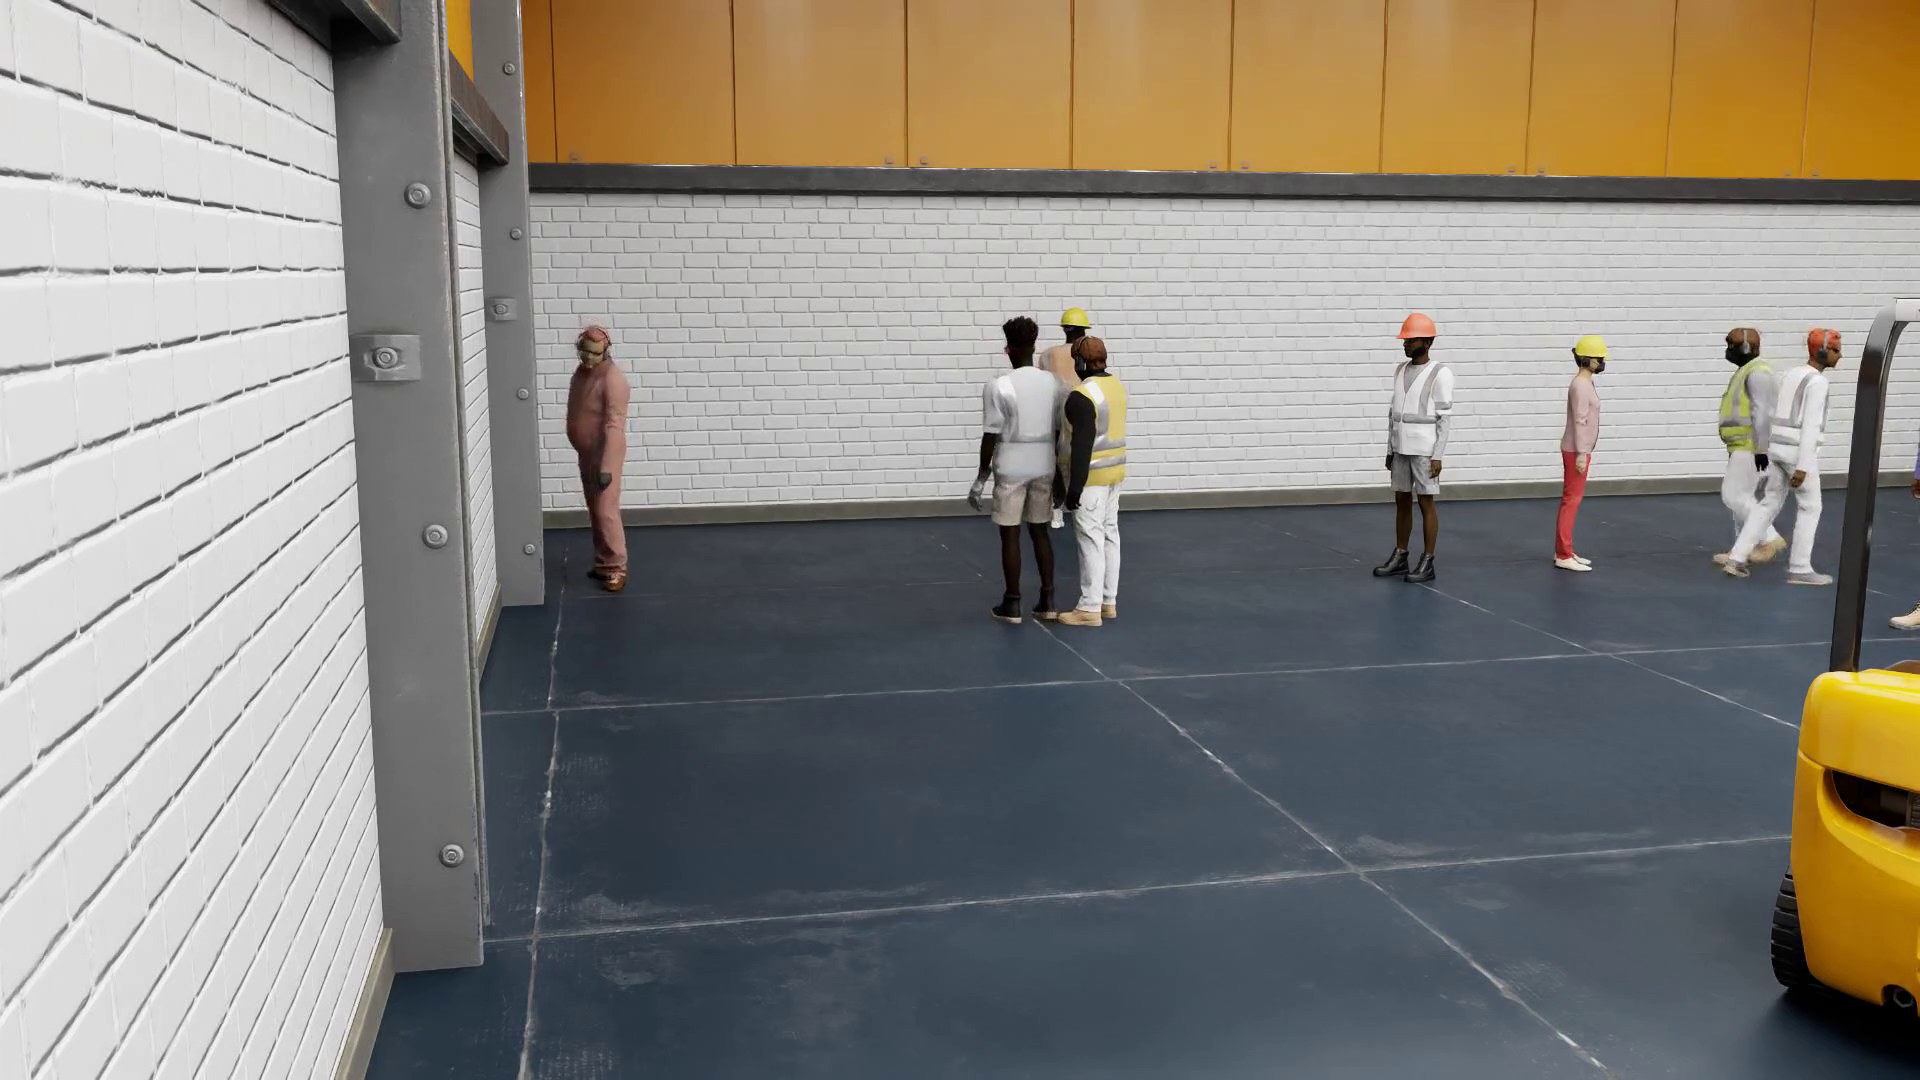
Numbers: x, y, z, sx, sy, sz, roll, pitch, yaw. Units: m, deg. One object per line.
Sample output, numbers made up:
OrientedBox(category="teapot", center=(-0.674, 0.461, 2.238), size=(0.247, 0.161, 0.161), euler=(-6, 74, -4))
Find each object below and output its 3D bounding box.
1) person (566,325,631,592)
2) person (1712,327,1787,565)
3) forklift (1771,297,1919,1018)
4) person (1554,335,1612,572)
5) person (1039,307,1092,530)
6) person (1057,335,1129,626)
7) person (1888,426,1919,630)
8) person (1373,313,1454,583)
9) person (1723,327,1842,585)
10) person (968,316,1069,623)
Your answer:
OrientedBox(category="person", center=(-2.599, -0.583, 11.773), size=(0.399, 1.875, 0.789), euler=(-6, 11, -33))
OrientedBox(category="person", center=(5.968, -0.692, 12.584), size=(0.454, 1.823, 0.665), euler=(3, 10, 17))
OrientedBox(category="forklift", center=(3.542, 0.334, 5.177), size=(2.313, 2.155, 1.214), euler=(-9, 13, -43))
OrientedBox(category="person", center=(4.683, -0.655, 12.507), size=(0.326, 1.767, 0.533), euler=(4, 10, 20))
OrientedBox(category="person", center=(0.960, -1.036, 14.347), size=(0.590, 1.923, 0.384), euler=(4, 10, 24))
OrientedBox(category="person", center=(0.828, -0.374, 10.578), size=(0.430, 1.840, 0.623), euler=(5, 11, 29))
OrientedBox(category="person", center=(6.064, -0.409, 10.167), size=(0.375, 2.042, 0.608), euler=(-2, 9, -11))
OrientedBox(category="person", center=(3.282, -0.661, 12.020), size=(0.360, 1.939, 0.543), euler=(-6, 11, -30))
OrientedBox(category="person", center=(5.898, -0.593, 11.908), size=(0.706, 1.856, 0.594), euler=(0, 9, 3))
OrientedBox(category="person", center=(0.397, -0.443, 10.609), size=(0.631, 1.963, 0.361), euler=(-5, 11, -28))
